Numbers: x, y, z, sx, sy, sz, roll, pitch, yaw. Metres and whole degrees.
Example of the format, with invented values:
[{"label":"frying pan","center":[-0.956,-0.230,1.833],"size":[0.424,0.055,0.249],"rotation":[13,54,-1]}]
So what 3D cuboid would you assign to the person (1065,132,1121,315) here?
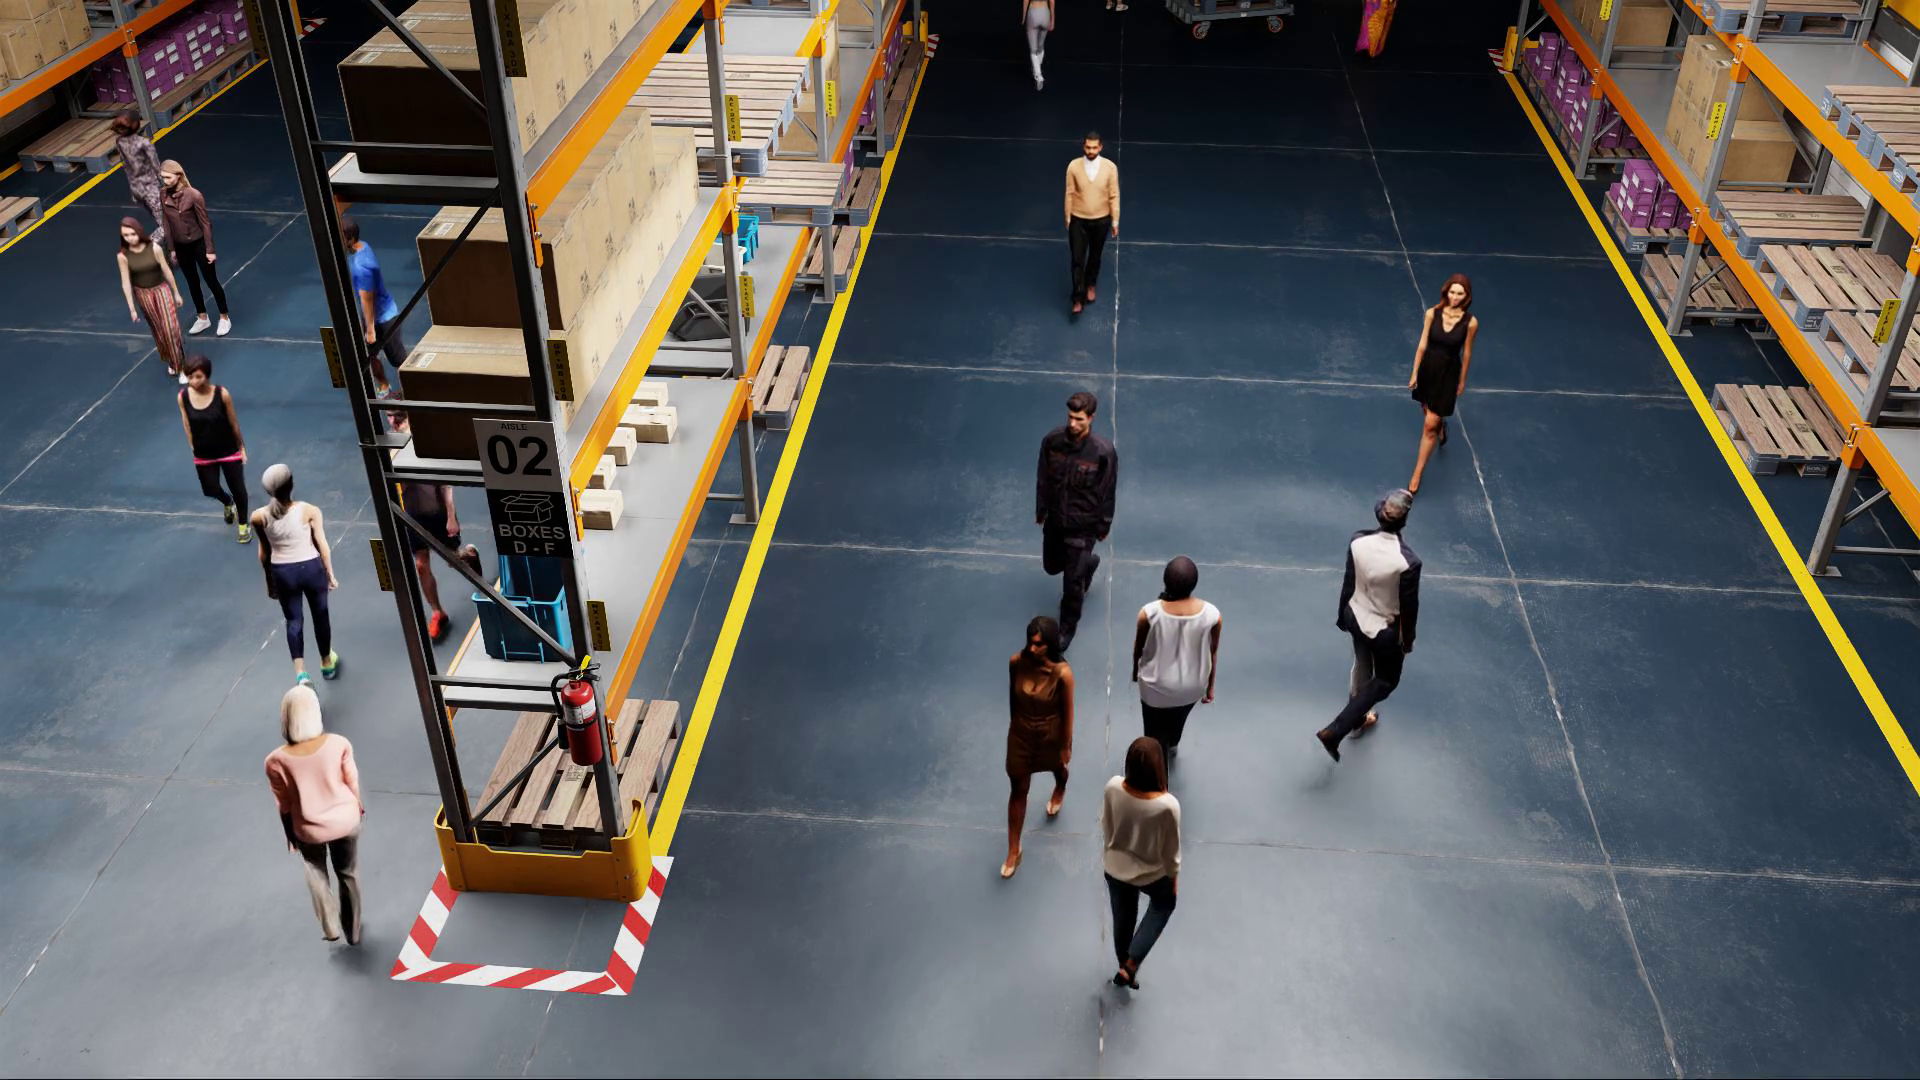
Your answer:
[{"label":"person","center":[1.256,-3.087,15.947],"size":[0.682,1.722,1.039],"rotation":[1,34,2]}]

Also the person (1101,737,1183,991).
[{"label":"person","center":[0.903,1.756,8.705],"size":[0.768,1.674,0.814],"rotation":[20,39,28]}]

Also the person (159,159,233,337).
[{"label":"person","center":[-7.109,-2.724,15.415],"size":[0.614,1.706,0.514],"rotation":[5,34,7]}]

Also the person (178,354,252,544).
[{"label":"person","center":[-5.587,-0.728,12.563],"size":[0.636,1.539,0.720],"rotation":[-6,34,-9]}]

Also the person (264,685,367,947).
[{"label":"person","center":[-3.398,1.562,8.964],"size":[0.731,1.709,0.786],"rotation":[-15,37,-22]}]

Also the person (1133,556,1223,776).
[{"label":"person","center":[1.273,0.880,10.046],"size":[0.684,1.648,1.117],"rotation":[1,34,2]}]

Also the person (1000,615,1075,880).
[{"label":"person","center":[0.510,1.111,9.701],"size":[0.799,1.644,1.108],"rotation":[14,36,20]}]

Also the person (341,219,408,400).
[{"label":"person","center":[-4.870,-1.908,14.076],"size":[0.892,1.831,0.837],"rotation":[-15,36,-21]}]

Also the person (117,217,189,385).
[{"label":"person","center":[-7.143,-2.174,14.737],"size":[0.754,1.540,0.879],"rotation":[-11,35,-16]}]

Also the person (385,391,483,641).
[{"label":"person","center":[-3.665,-0.240,11.563],"size":[0.682,1.833,1.019],"rotation":[5,34,7]}]

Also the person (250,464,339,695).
[{"label":"person","center":[-4.313,0.308,10.872],"size":[0.793,1.685,1.017],"rotation":[-8,35,-12]}]

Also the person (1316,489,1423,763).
[{"label":"person","center":[2.528,0.570,10.307],"size":[1.095,1.873,1.056],"rotation":[-23,40,-30]}]

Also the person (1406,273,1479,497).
[{"label":"person","center":[3.790,-1.267,13.139],"size":[0.911,1.800,1.204],"rotation":[18,38,25]}]

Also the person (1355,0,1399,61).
[{"label":"person","center":[5.617,-7.271,22.289],"size":[0.829,1.669,1.119],"rotation":[12,36,18]}]

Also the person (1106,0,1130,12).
[{"label":"person","center":[2.294,-8.522,24.345],"size":[0.642,1.477,0.663],"rotation":[24,40,31]}]

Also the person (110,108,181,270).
[{"label":"person","center":[-8.052,-3.382,16.418],"size":[0.765,1.691,1.060],"rotation":[13,36,18]}]

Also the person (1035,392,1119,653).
[{"label":"person","center":[0.809,-0.196,11.418],"size":[0.981,1.920,1.163],"rotation":[18,37,24]}]

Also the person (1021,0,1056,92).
[{"label":"person","center":[1.004,-6.601,21.275],"size":[0.748,1.676,1.150],"rotation":[-5,34,-8]}]
